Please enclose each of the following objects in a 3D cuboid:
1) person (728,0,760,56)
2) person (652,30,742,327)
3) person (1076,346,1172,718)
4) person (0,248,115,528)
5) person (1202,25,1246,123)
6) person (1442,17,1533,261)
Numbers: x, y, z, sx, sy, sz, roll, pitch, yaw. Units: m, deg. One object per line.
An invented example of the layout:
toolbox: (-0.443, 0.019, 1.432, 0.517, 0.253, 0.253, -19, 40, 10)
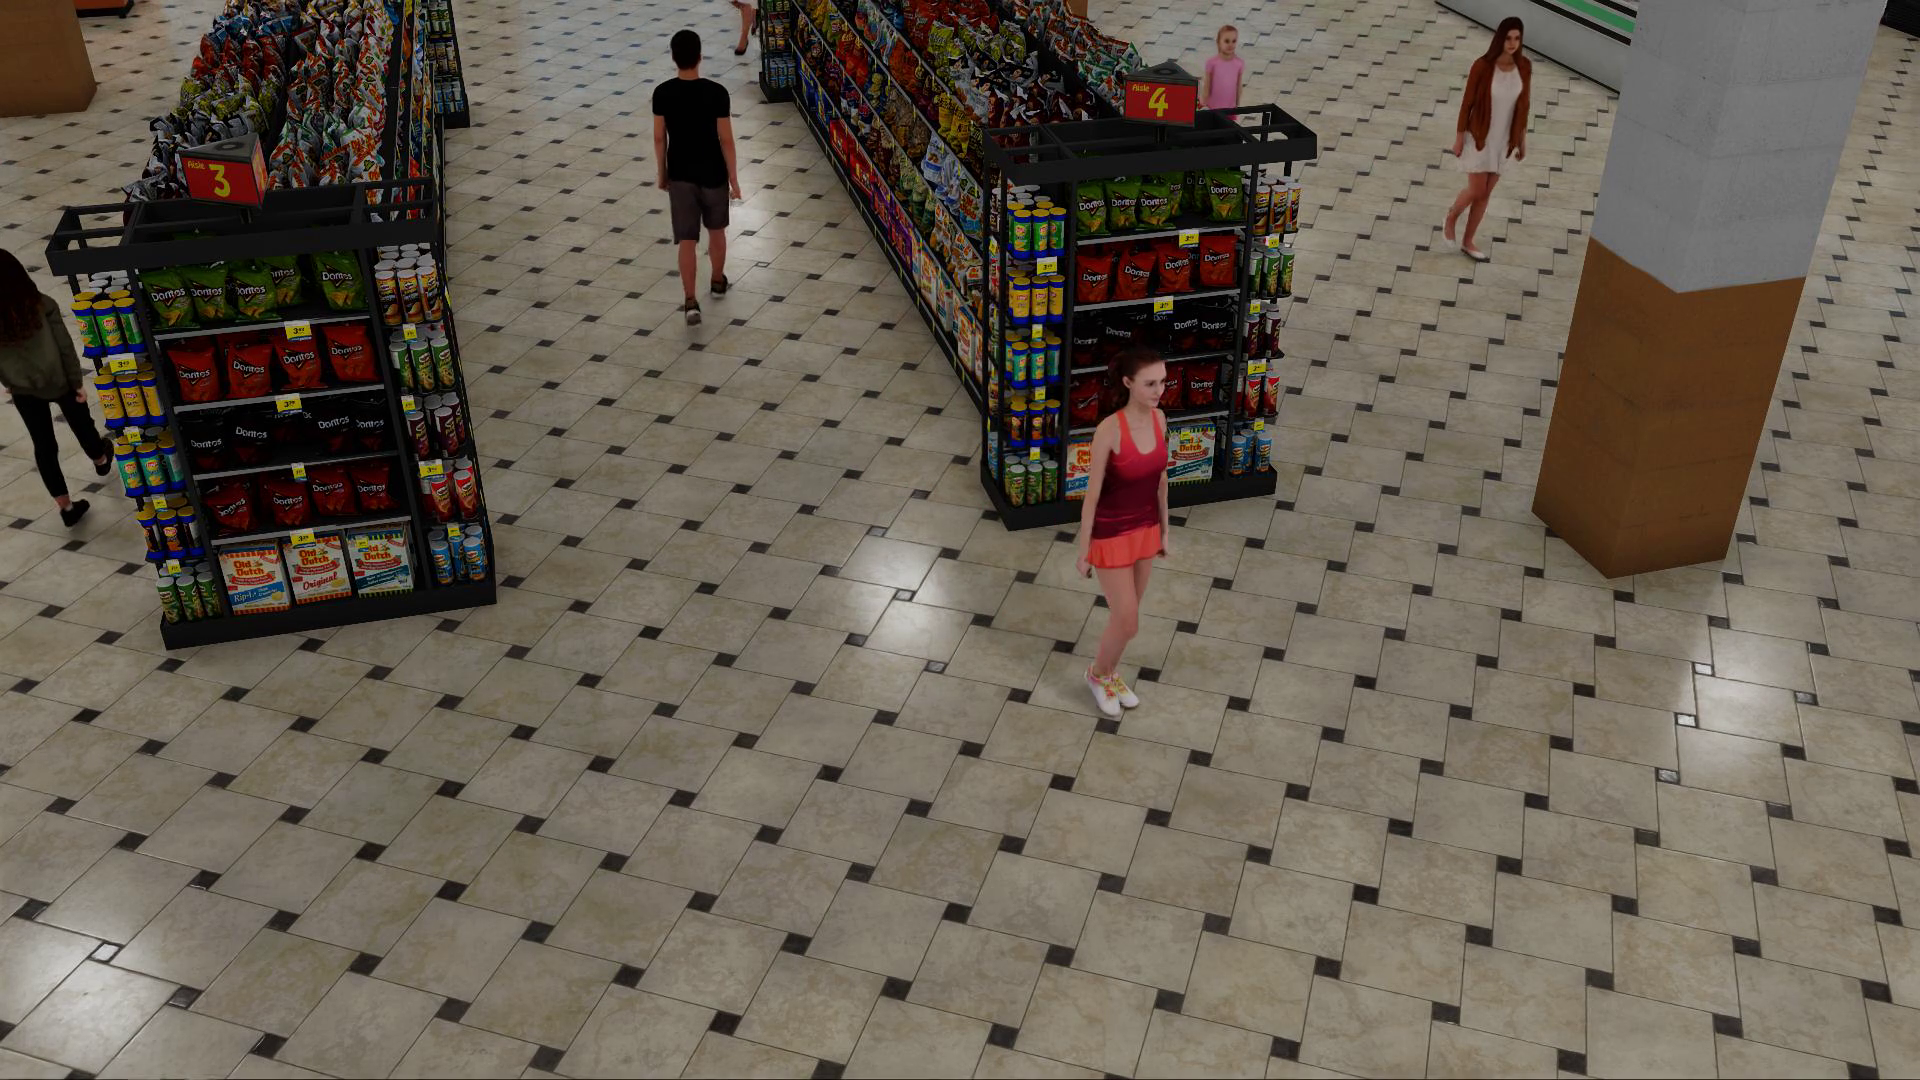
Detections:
person: (-2.036, -5.564, 15.999, 0.862, 1.720, 0.936, 16, 35, 23)
person: (-1.693, -2.268, 10.590, 0.849, 1.837, 1.253, -2, 32, -4)
person: (0.652, -0.048, 7.113, 0.685, 1.741, 0.722, -22, 38, -31)
person: (-4.722, -0.746, 8.523, 0.626, 1.437, 0.968, -5, 32, -8)
person: (2.000, -3.368, 12.916, 0.585, 1.249, 0.890, -2, 32, -3)
person: (3.658, -2.820, 11.604, 0.603, 1.704, 0.660, -6, 32, -9)
